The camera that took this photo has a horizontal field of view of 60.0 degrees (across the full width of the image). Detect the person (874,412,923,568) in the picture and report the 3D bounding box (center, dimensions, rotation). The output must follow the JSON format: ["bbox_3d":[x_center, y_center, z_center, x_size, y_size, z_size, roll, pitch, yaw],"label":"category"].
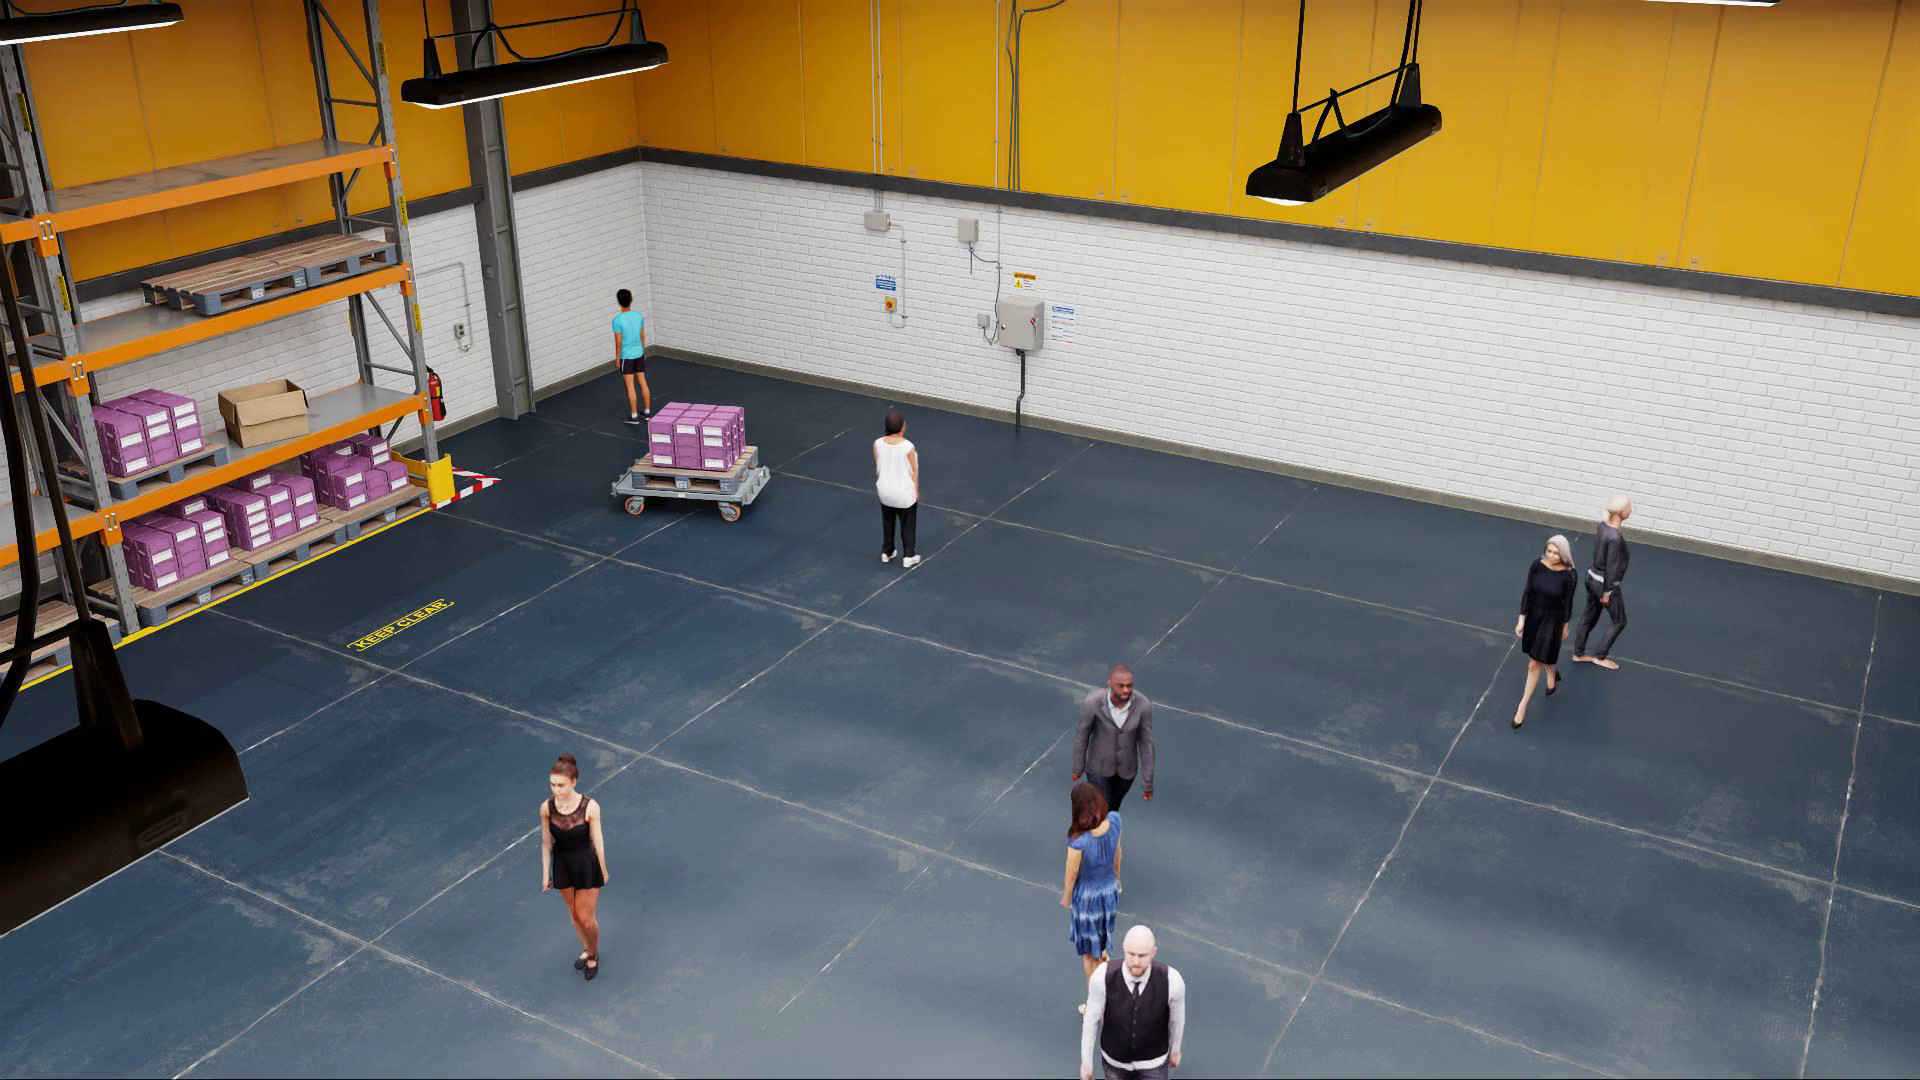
[{"bbox_3d":[-0.650,-0.550,17.519,0.639,1.687,0.586,14,27,28],"label":"person"}]

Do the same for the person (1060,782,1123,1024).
[{"bbox_3d":[0.920,2.381,10.679,0.775,1.796,0.658,19,30,36],"label":"person"}]

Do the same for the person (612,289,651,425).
[{"bbox_3d":[-4.261,-2.389,21.616,0.721,1.775,0.540,21,31,39],"label":"person"}]

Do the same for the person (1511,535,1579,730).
[{"bbox_3d":[5.127,0.735,14.556,0.762,1.706,1.194,21,31,39],"label":"person"}]

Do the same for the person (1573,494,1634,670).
[{"bbox_3d":[5.869,0.378,15.361,0.788,1.715,0.704,-2,24,-4],"label":"person"}]

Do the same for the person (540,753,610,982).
[{"bbox_3d":[-2.571,2.175,11.315,0.691,1.664,0.750,5,24,10],"label":"person"}]

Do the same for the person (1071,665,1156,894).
[{"bbox_3d":[1.106,1.670,12.350,1.169,1.760,1.284,-3,24,-7],"label":"person"}]

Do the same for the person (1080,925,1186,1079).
[{"bbox_3d":[1.006,2.908,9.486,0.948,1.785,1.220,5,24,10],"label":"person"}]
